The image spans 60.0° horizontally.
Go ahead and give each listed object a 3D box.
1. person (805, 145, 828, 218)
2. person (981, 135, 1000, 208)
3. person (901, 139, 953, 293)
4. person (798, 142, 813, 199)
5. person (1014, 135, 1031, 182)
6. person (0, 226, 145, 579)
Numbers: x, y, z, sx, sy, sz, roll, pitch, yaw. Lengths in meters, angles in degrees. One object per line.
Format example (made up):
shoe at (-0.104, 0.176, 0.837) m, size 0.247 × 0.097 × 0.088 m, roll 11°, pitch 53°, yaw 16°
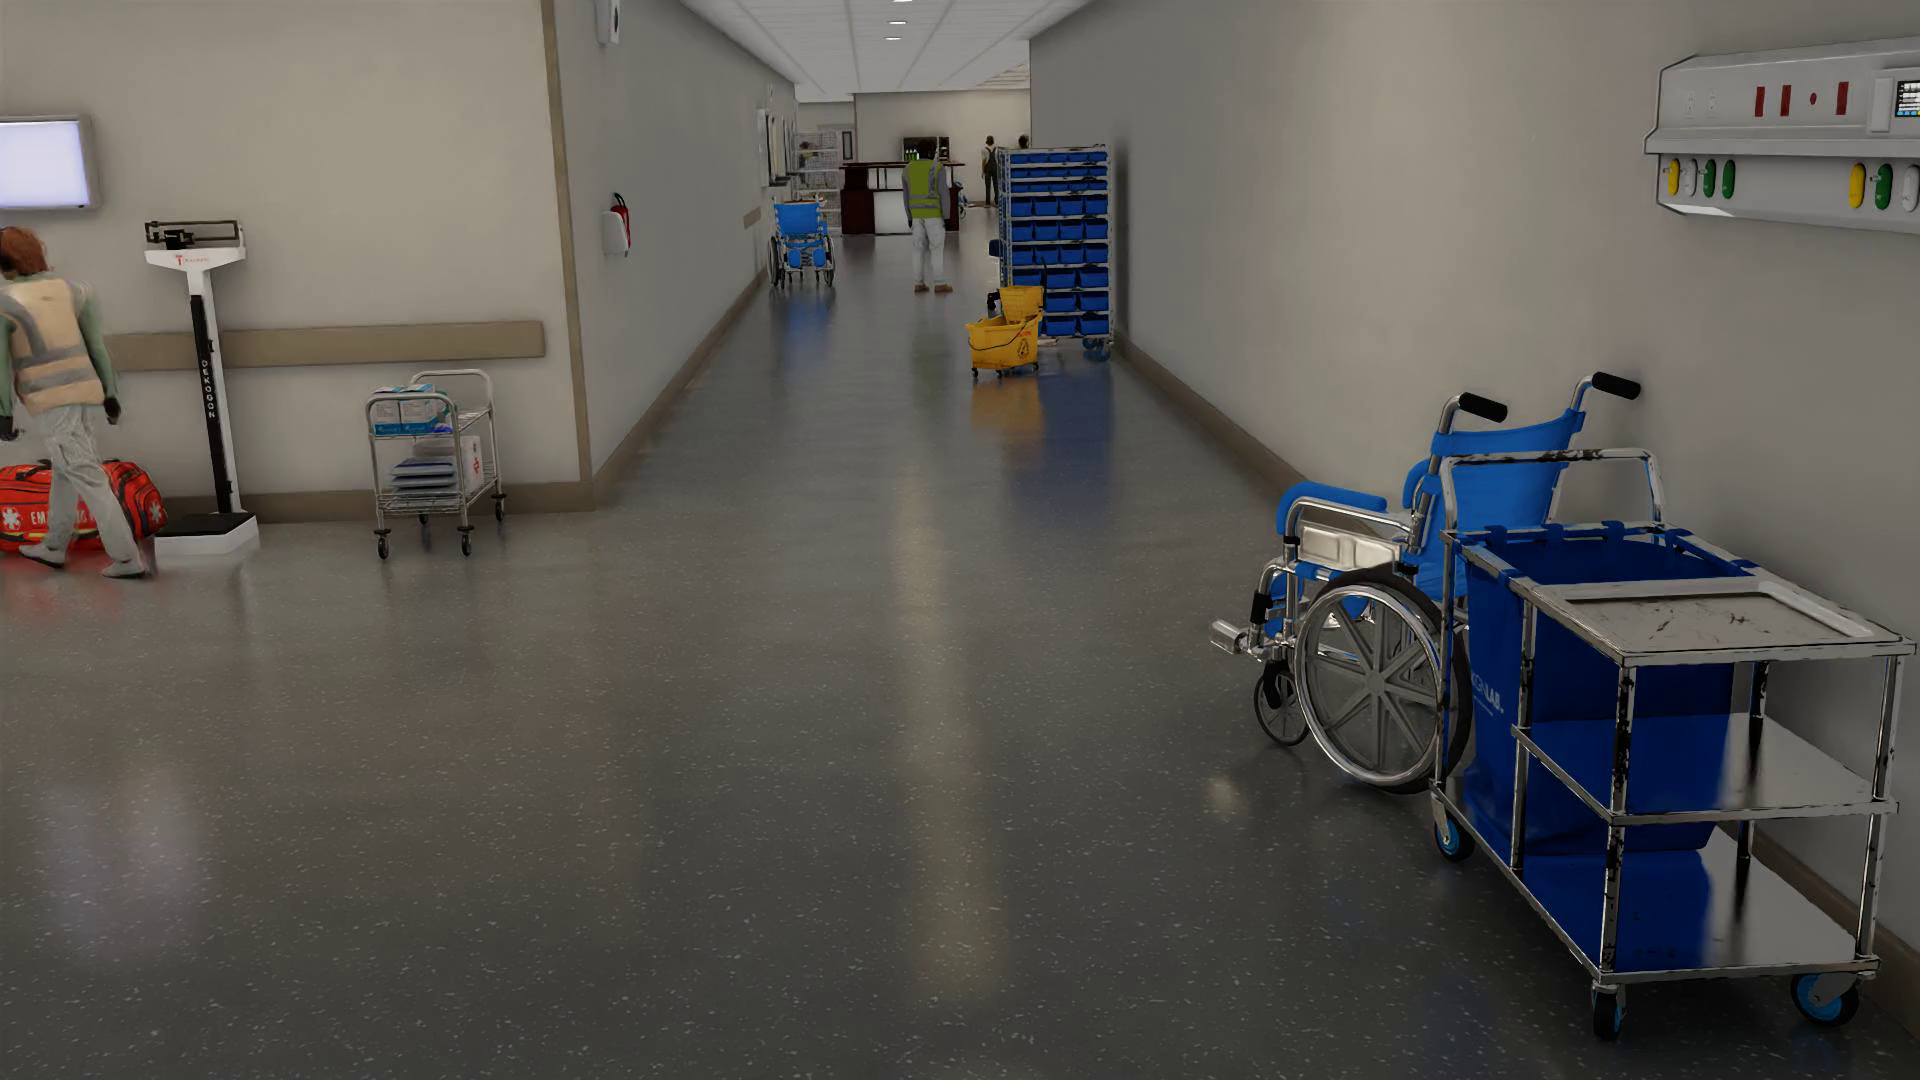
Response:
person at (-3.473, -8.701, 40.380) m, size 0.563 × 1.742 × 0.361 m, roll -2°, pitch 14°, yaw -3°
person at (0.797, -9.486, 42.880) m, size 0.508 × 1.846 × 0.345 m, roll -6°, pitch 14°, yaw -16°
person at (-0.375, -3.922, 20.166) m, size 0.633 × 1.843 × 0.429 m, roll 7°, pitch 16°, yaw 30°
person at (-4.071, -9.342, 42.912) m, size 0.680 × 1.821 × 0.651 m, roll 6°, pitch 16°, yaw 29°
person at (1.195, -6.784, 31.716) m, size 0.582 × 1.854 × 0.540 m, roll -13°, pitch 18°, yaw -38°
person at (-4.080, -0.602, 7.467) m, size 0.801 × 1.585 × 0.510 m, roll 3°, pitch 14°, yaw 18°
